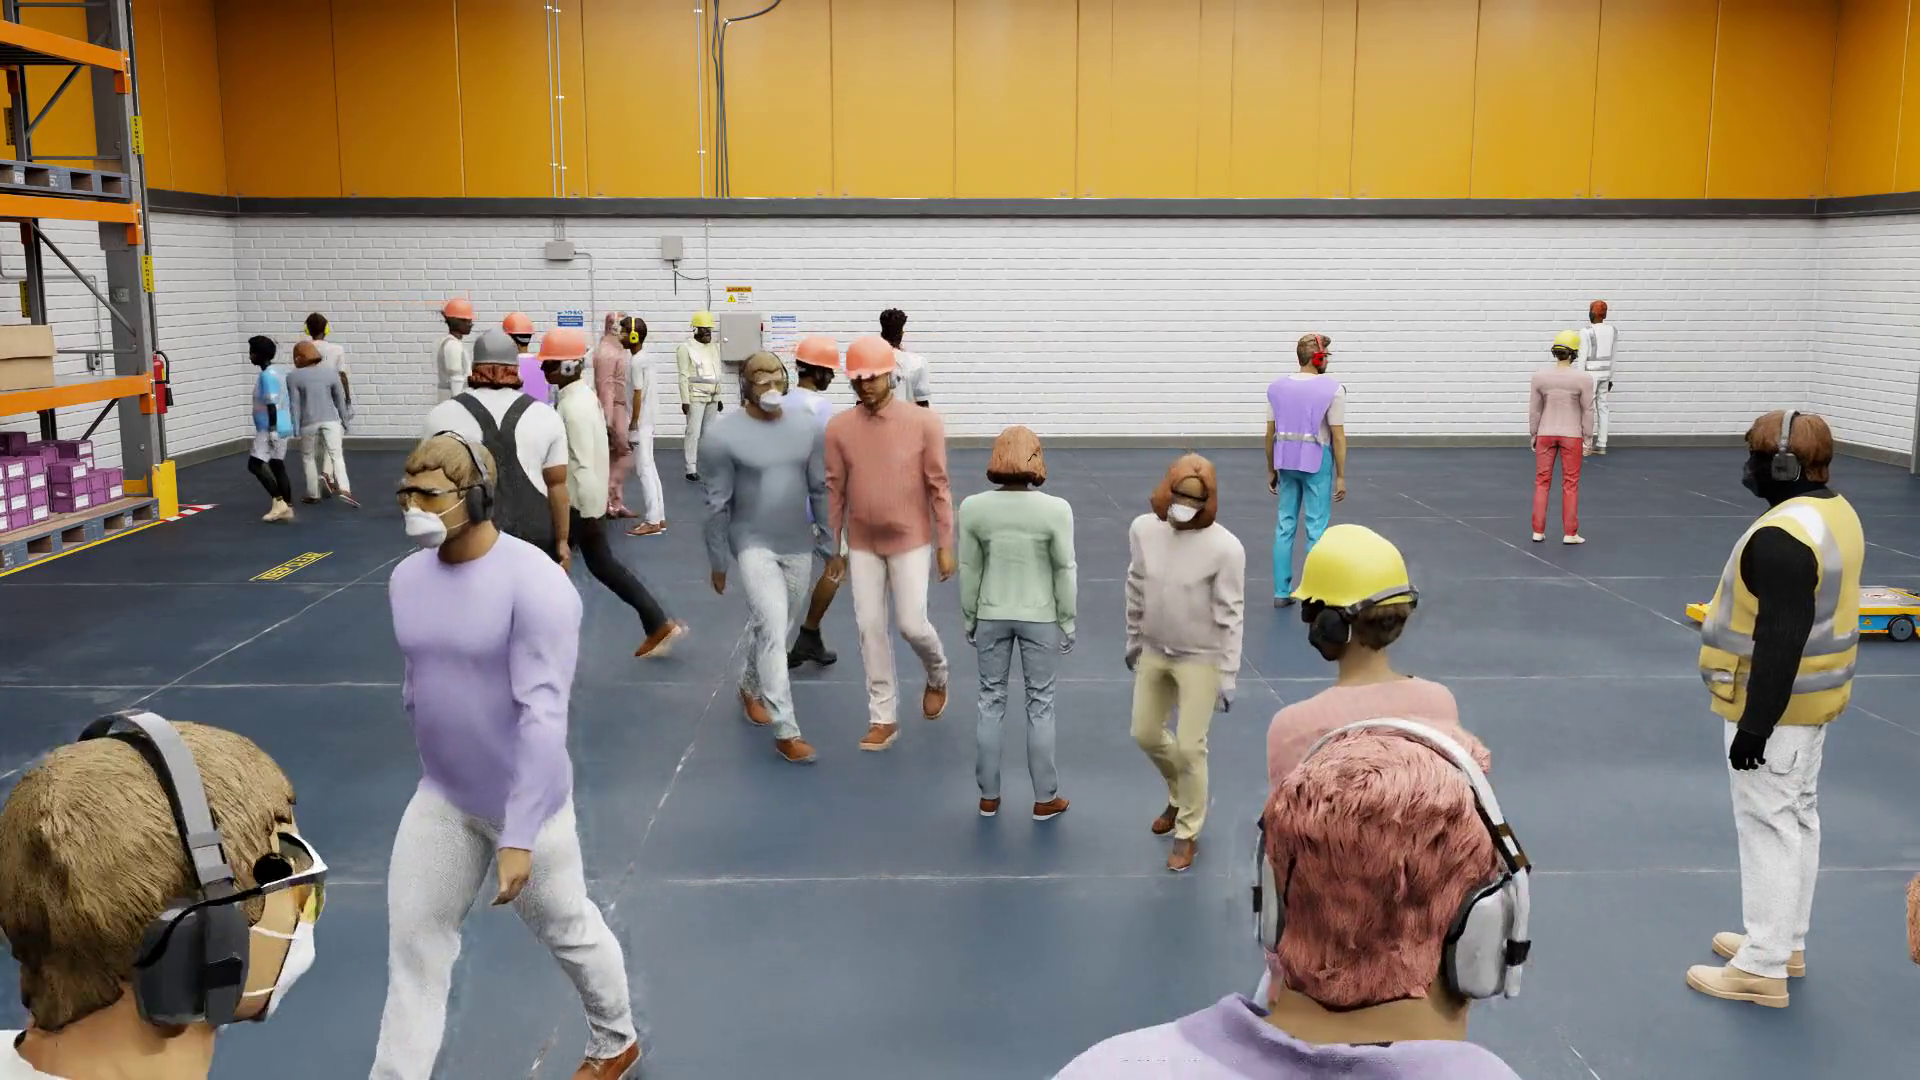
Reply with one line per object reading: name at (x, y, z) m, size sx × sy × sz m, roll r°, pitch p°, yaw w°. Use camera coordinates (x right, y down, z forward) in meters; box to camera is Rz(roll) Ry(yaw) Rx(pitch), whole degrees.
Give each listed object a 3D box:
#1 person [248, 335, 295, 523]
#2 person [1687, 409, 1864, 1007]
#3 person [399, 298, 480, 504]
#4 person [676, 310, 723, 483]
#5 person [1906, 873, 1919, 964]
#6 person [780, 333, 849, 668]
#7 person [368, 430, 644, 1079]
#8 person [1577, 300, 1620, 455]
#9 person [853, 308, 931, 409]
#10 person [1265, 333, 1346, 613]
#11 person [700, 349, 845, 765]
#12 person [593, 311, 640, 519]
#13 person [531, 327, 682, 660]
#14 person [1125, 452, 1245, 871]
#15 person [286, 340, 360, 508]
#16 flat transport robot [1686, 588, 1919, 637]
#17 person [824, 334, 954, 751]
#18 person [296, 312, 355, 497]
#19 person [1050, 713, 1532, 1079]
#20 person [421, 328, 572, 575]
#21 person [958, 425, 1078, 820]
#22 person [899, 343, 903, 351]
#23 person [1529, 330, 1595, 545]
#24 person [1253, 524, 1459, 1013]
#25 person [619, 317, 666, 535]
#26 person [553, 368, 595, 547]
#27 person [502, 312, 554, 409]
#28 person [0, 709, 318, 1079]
person at (-6.143, -0.972, 14.753) m, size 0.403 × 1.681 × 0.552 m, roll -3°, pitch 10°, yaw -19°
person at (2.525, 0.514, 5.173) m, size 0.429 × 1.840 × 0.637 m, roll 8°, pitch 12°, yaw 39°
person at (-4.692, -1.207, 15.218) m, size 0.815 × 2.016 × 0.602 m, roll -2°, pitch 10°, yaw -14°
person at (-2.736, -1.522, 17.690) m, size 0.403 × 1.827 × 0.601 m, roll 6°, pitch 11°, yaw 34°
person at (1.193, 1.152, 1.991) m, size 0.538 × 1.589 × 0.853 m, roll -5°, pitch 10°, yaw -26°
person at (-0.880, -0.198, 9.329) m, size 0.583 × 1.901 × 0.687 m, roll -8°, pitch 13°, yaw -42°
person at (-1.188, 0.660, 4.185) m, size 0.643 × 1.886 × 1.046 m, roll 5°, pitch 10°, yaw 28°
person at (7.738, -1.972, 20.284) m, size 0.576 × 1.883 × 0.354 m, roll -4°, pitch 10°, yaw -22°
person at (-0.528, -0.828, 13.015) m, size 0.609 × 1.965 × 0.369 m, roll 0°, pitch 9°, yaw 2°
person at (2.277, -0.440, 11.016) m, size 0.567 × 1.839 × 0.377 m, roll 8°, pitch 12°, yaw 40°
person at (-0.923, 0.038, 7.917) m, size 0.628 × 1.904 × 0.991 m, roll -7°, pitch 11°, yaw -35°
person at (-3.087, -1.118, 15.032) m, size 0.416 × 1.891 × 0.636 m, roll -2°, pitch 9°, yaw -12°
person at (-2.095, -0.232, 9.421) m, size 0.981 × 1.958 × 0.620 m, roll -1°, pitch 9°, yaw -8°
person at (0.874, 0.446, 6.291) m, size 0.554 × 1.602 × 0.558 m, roll 8°, pitch 12°, yaw 40°
person at (-6.076, -1.096, 15.817) m, size 0.545 × 1.597 × 0.756 m, roll -6°, pitch 11°, yaw -31°
flat transport robot at (5.395, 0.445, 10.393) m, size 1.431 × 0.197 × 0.652 m, roll 0°, pitch 9°, yaw -1°
person at (-0.329, 0.003, 7.945) m, size 0.633 × 1.964 × 0.649 m, roll 3°, pitch 10°, yaw 19°
person at (-6.367, -1.353, 16.626) m, size 0.519 × 1.845 × 0.826 m, roll -1°, pitch 9°, yaw -4°
person at (0.328, 1.095, 1.465) m, size 0.688 × 1.882 × 0.479 m, roll 7°, pitch 12°, yaw 38°
person at (-2.250, -0.068, 8.126) m, size 0.698 × 2.000 × 0.950 m, roll -3°, pitch 10°, yaw -19°
person at (0.238, 0.343, 6.853) m, size 0.499 × 1.633 × 0.289 m, roll 3°, pitch 10°, yaw 16°
person at (-0.640, -1.277, 16.874) m, size 0.820 × 1.607 × 0.515 m, roll 7°, pitch 12°, yaw 39°
person at (4.954, -0.841, 13.712) m, size 0.525 × 1.769 × 0.316 m, roll 7°, pitch 11°, yaw 36°
person at (0.779, 0.831, 3.534) m, size 0.554 × 1.740 × 0.724 m, roll -5°, pitch 11°, yaw -30°
person at (-2.725, -0.975, 14.239) m, size 0.331 × 1.863 × 0.512 m, roll 0°, pitch 9°, yaw 0°
person at (-3.283, -0.809, 13.676) m, size 0.768 × 1.716 × 0.491 m, roll 7°, pitch 11°, yaw 35°
person at (-3.375, -0.787, 12.852) m, size 0.379 × 1.938 × 0.547 m, roll 6°, pitch 11°, yaw 33°
person at (-0.702, 1.094, 1.374) m, size 0.638 × 1.928 × 0.550 m, roll 8°, pitch 12°, yaw 42°
